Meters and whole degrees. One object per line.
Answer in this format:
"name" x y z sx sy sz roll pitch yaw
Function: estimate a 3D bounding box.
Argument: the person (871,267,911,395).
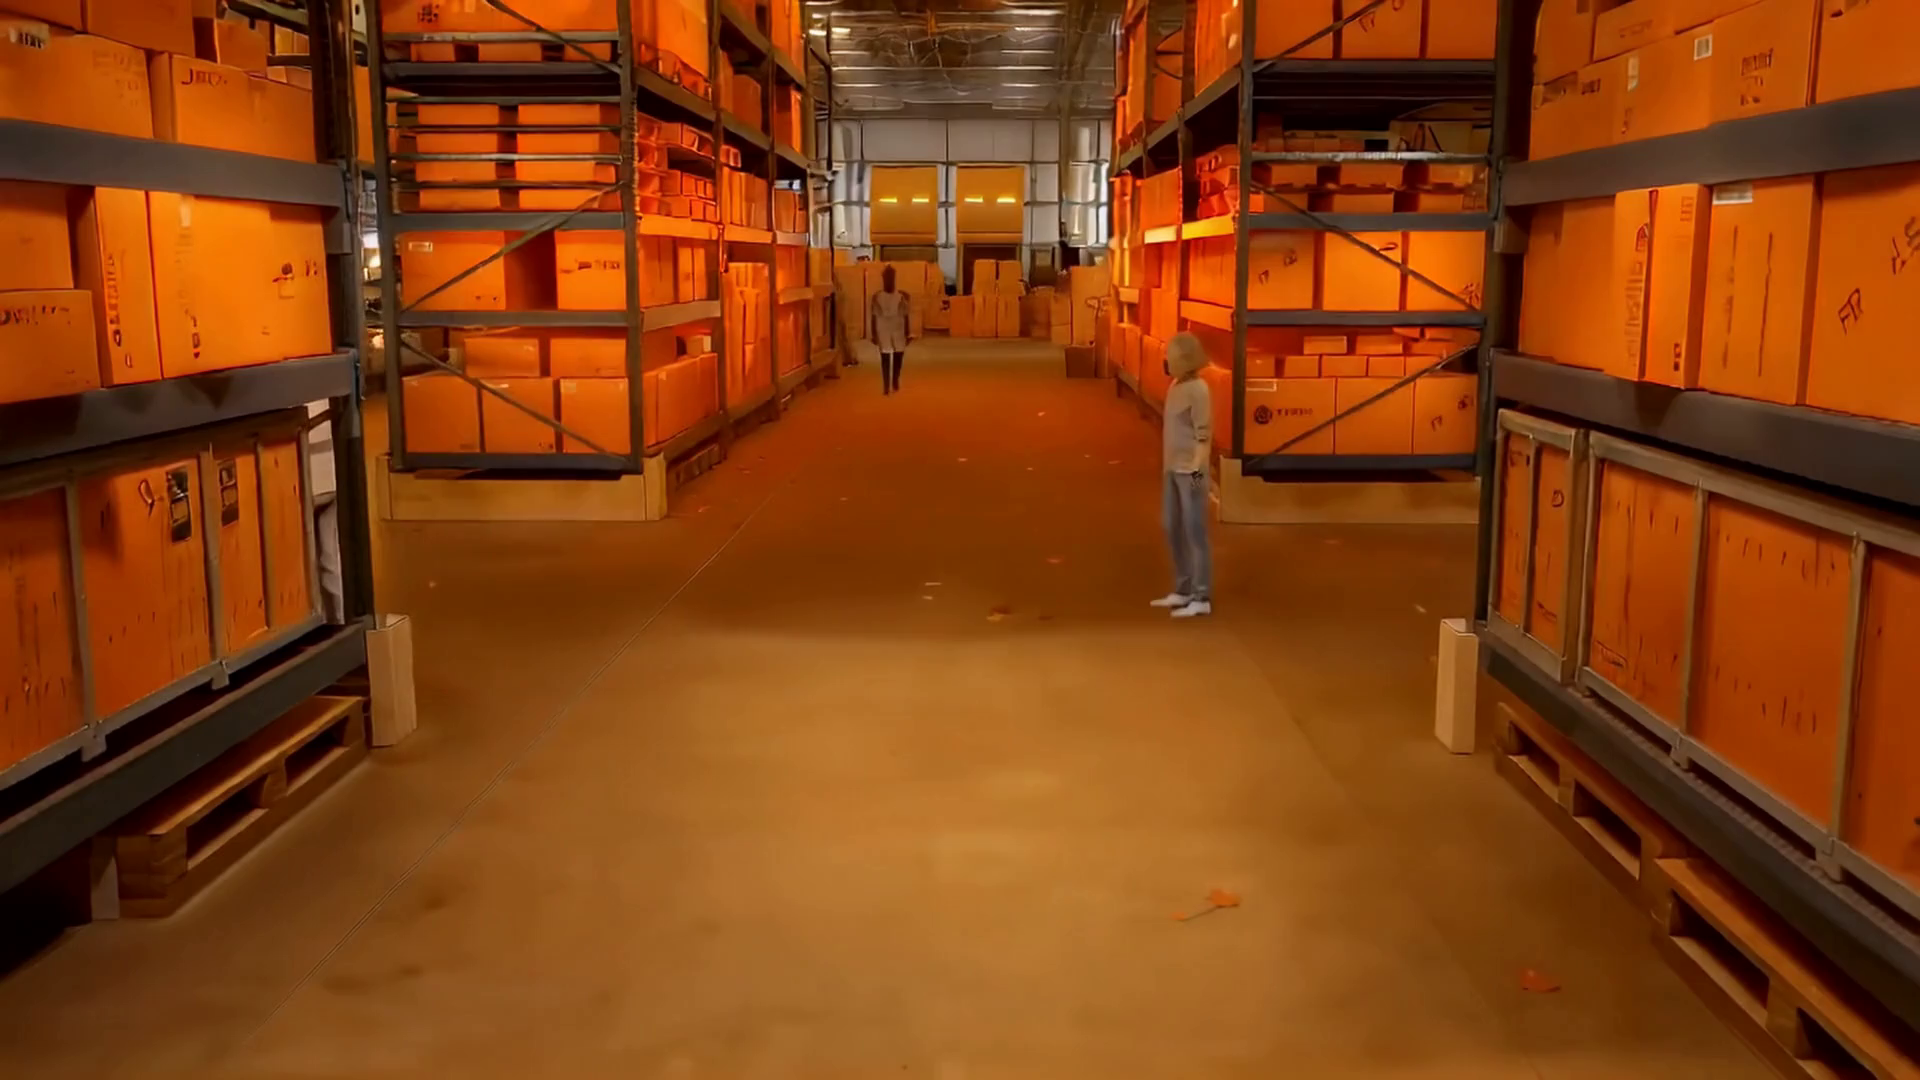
"person" -1.059 -3.202 25.530 0.629 1.947 0.552 -1 9 -4

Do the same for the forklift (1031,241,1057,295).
"forklift" 3.204 -9.921 62.989 1.129 2.768 1.873 0 9 1

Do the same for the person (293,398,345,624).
"person" -3.105 -0.200 7.865 0.372 1.840 0.570 4 10 23

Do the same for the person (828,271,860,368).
"person" -2.392 -4.204 31.828 1.016 1.852 0.645 -1 10 -6

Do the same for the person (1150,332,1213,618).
"person" 1.282 -0.373 9.526 0.276 1.631 0.507 -2 10 -14

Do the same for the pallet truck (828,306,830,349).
"pallet truck" -3.100 -3.940 29.800 1.885 1.965 0.823 3 10 19

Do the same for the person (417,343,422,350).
"person" -10.807 -4.493 34.088 0.690 1.668 0.545 4 10 22

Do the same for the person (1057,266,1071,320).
"person" 3.500 -8.333 56.433 0.867 1.888 0.651 5 11 29
